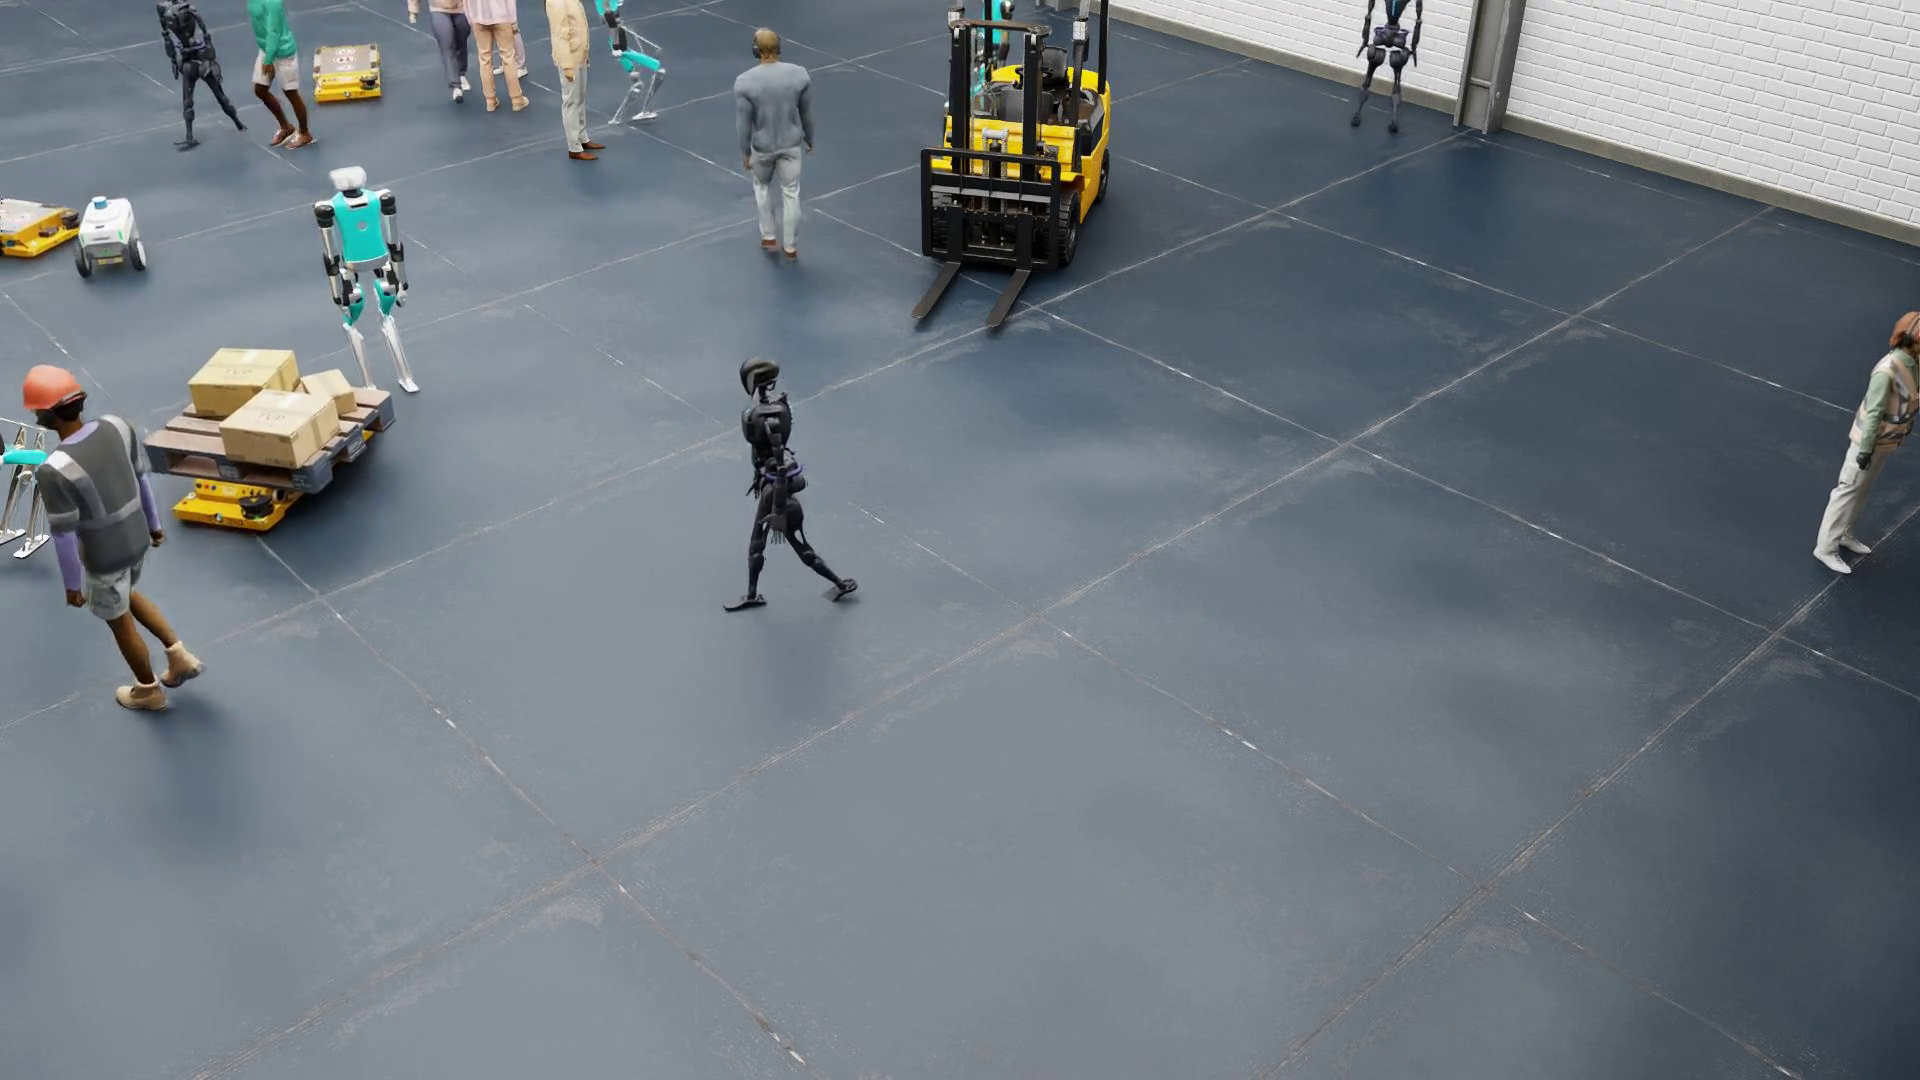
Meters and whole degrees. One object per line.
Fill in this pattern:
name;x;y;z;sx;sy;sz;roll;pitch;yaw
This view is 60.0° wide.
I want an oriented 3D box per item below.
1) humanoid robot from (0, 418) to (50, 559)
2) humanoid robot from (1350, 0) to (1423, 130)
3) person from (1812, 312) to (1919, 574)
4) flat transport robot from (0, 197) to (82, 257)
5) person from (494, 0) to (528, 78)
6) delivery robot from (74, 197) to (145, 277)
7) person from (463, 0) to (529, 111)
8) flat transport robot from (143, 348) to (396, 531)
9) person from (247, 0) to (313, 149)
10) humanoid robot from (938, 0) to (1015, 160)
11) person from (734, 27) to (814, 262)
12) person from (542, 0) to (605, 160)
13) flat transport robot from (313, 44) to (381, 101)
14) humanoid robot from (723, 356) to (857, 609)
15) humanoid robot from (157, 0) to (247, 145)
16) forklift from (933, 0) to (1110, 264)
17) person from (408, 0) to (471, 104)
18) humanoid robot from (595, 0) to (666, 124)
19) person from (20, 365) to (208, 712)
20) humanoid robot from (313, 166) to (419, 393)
humanoid robot;-5.703;-0.699;9.784;0.533;1.673;0.735;15;36;21
humanoid robot;4.216;-4.875;16.382;0.601;1.631;0.374;11;35;16
person;5.411;-0.587;9.816;0.521;1.639;0.304;-27;42;-35
flat transport robot;-8.355;-2.718;14.350;1.431;0.231;0.659;10;34;15
person;-4.940;-5.819;17.752;0.516;1.756;0.334;23;39;31
delivery robot;-7.081;-2.554;13.831;0.499;0.590;0.793;-10;34;-15
person;-4.735;-5.225;16.815;0.521;1.784;0.401;0;33;0
flat transport robot;-4.495;-0.537;10.999;0.659;0.231;1.431;7;34;11
person;-6.559;-4.614;15.839;0.487;1.828;0.539;24;40;32
humanoid robot;0.071;-4.374;15.605;1.012;1.783;0.530;-9;34;-14
person;-1.519;-3.266;13.677;0.652;1.921;0.632;-9;34;-13
person;-3.673;-4.548;15.692;0.405;1.877;0.555;3;33;4
flat transport robot;-6.610;-5.057;17.945;0.659;0.231;1.431;-9;34;-14
humanoid robot;-0.992;-0.296;9.395;0.781;1.642;0.601;-10;34;-15
humanoid robot;-7.374;-4.620;16.022;0.609;1.635;0.700;12;35;18
forklift;0.570;-3.725;14.138;1.214;2.155;2.313;9;34;13
person;-5.237;-5.446;17.120;0.811;1.814;0.971;-15;36;-21
humanoid robot;-3.237;-4.949;16.463;0.815;1.803;0.565;-8;34;-11
person;-4.366;0.029;8.523;0.449;2.025;0.639;7;34;10
humanoid robot;-4.156;-1.816;11.588;0.530;1.745;0.700;-19;38;-26
